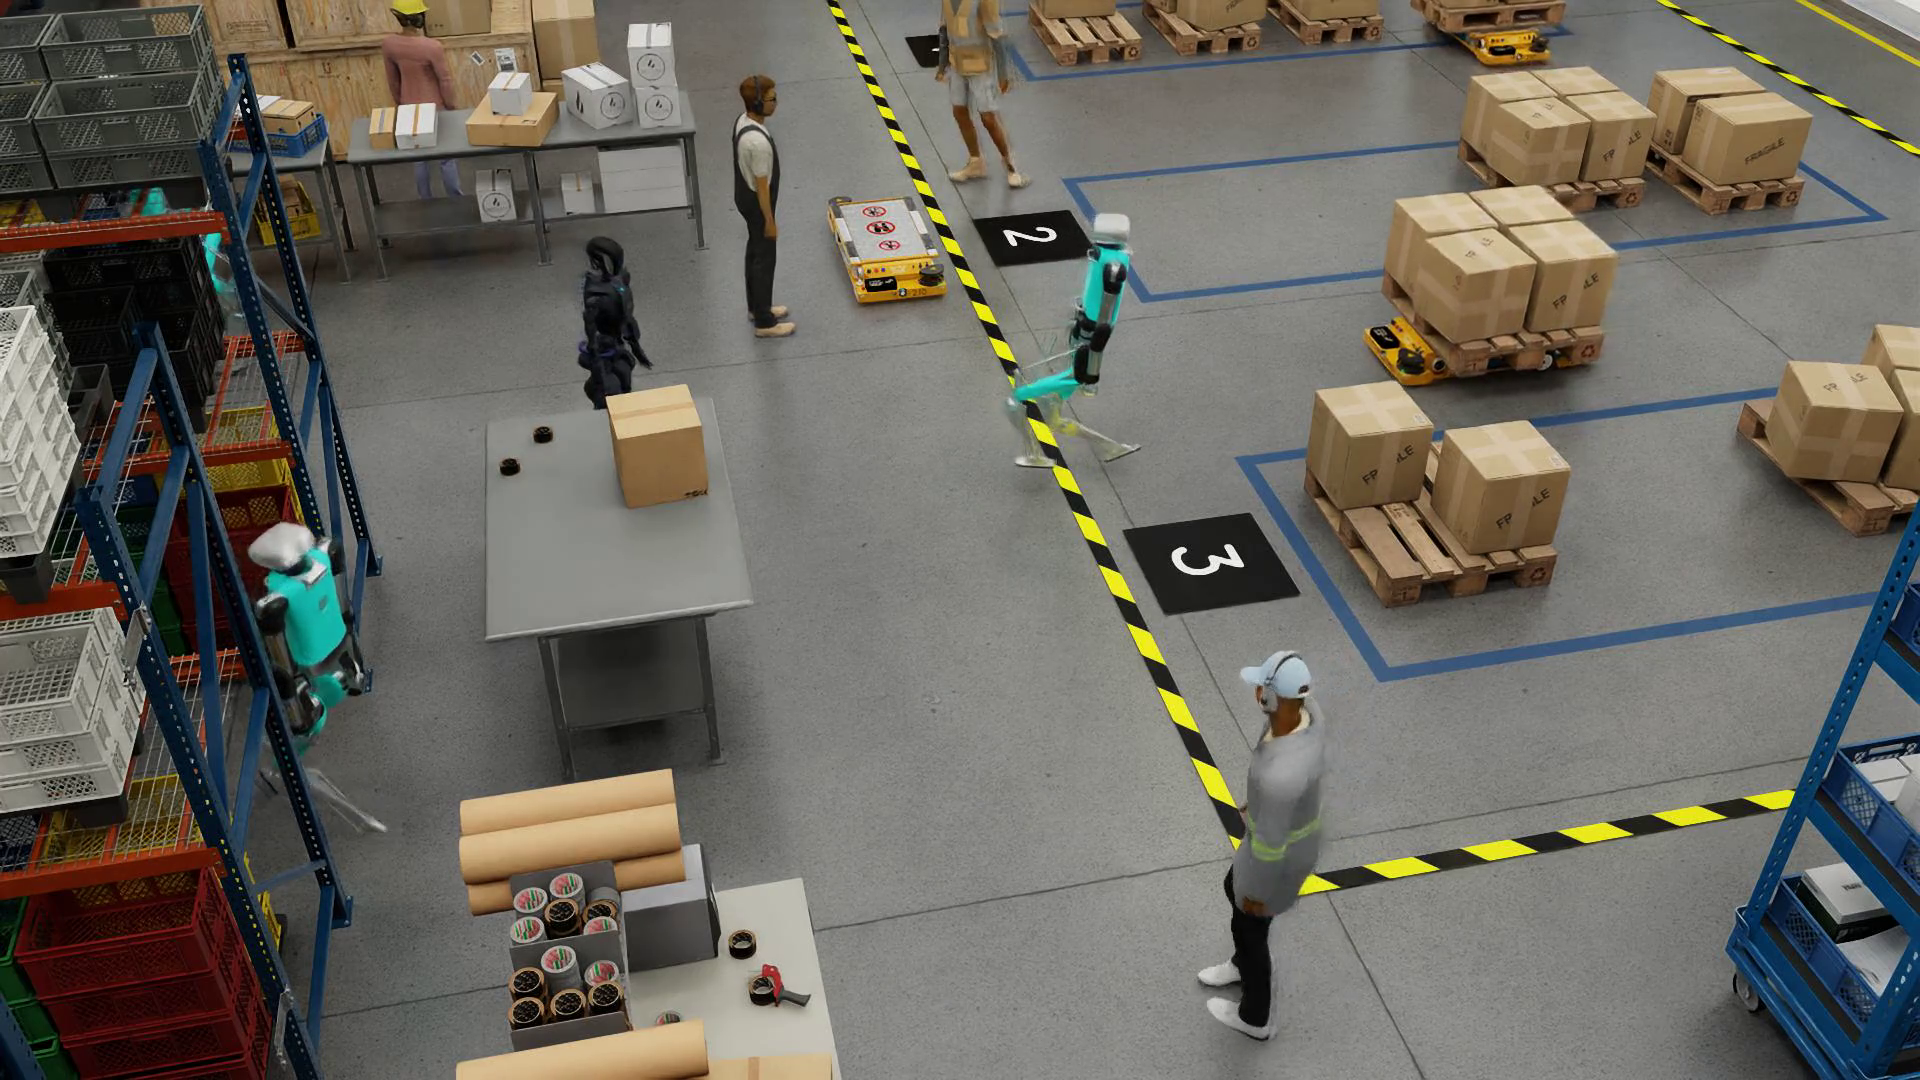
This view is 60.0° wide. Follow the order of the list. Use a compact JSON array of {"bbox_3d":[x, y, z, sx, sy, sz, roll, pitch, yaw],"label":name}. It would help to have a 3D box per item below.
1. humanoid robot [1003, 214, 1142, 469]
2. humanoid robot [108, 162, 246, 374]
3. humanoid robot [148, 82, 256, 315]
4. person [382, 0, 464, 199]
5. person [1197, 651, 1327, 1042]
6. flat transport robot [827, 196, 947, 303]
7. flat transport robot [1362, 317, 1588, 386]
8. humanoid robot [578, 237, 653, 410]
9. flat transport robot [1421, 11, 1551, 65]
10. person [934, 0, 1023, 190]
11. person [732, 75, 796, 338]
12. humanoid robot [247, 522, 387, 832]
[{"bbox_3d":[0.611,-1.096,9.798,1.015,1.720,0.536,-1,37,-2],"label":"humanoid robot"},{"bbox_3d":[-4.939,-1.771,10.724,0.672,1.823,0.540,-2,37,-2],"label":"humanoid robot"},{"bbox_3d":[-5.201,-2.229,11.207,0.533,1.677,0.735,3,37,3],"label":"humanoid robot"},{"bbox_3d":[-4.099,-3.325,12.770,0.524,1.765,0.326,9,38,12],"label":"person"},{"bbox_3d":[1.226,1.210,6.641,0.433,1.818,0.609,12,38,15],"label":"person"},{"bbox_3d":[-0.570,-2.220,12.538,0.659,0.231,1.431,-8,37,-10],"label":"flat transport robot"},{"bbox_3d":[3.563,-1.379,11.384,1.431,0.197,0.652,-8,37,-10],"label":"flat transport robot"},{"bbox_3d":[-2.070,-1.037,9.769,0.401,1.643,0.585,9,38,11],"label":"humanoid robot"},{"bbox_3d":[5.139,-5.021,16.279,0.652,0.197,1.431,-8,37,-10],"label":"flat transport robot"},{"bbox_3d":[0.155,-3.772,13.186,0.540,1.992,0.750,-30,46,-34],"label":"person"},{"bbox_3d":[-1.348,-2.247,11.261,0.335,1.839,0.505,-11,38,-14],"label":"person"},{"bbox_3d":[-3.114,0.644,7.503,0.912,1.798,0.548,10,38,13],"label":"humanoid robot"}]
